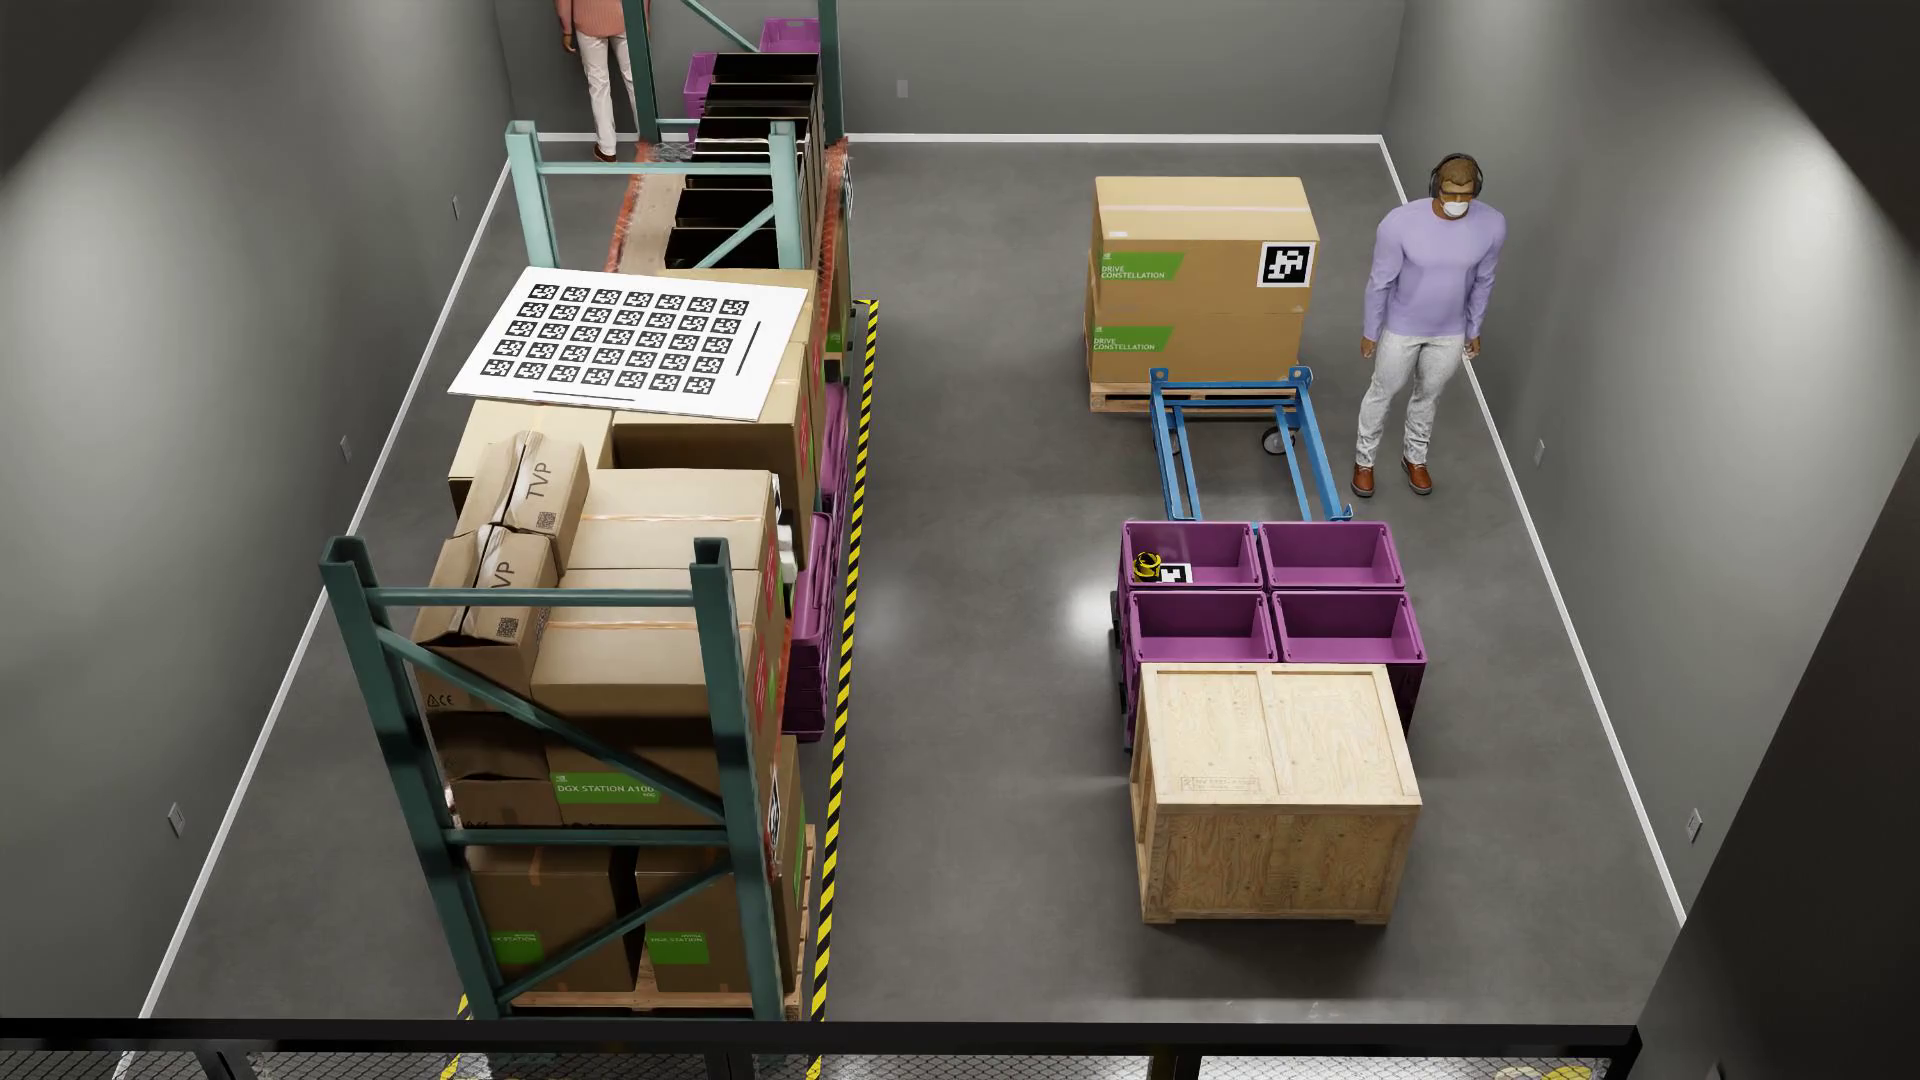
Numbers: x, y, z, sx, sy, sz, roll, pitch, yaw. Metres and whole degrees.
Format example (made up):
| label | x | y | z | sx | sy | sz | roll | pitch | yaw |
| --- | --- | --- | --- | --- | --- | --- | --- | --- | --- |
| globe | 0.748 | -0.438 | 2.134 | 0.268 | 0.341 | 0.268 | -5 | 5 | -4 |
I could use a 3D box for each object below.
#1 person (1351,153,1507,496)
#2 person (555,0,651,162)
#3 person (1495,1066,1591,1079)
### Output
| label | x | y | z | sx | sy | sz | roll | pitch | yaw |
| --- | --- | --- | --- | --- | --- | --- | --- | --- | --- |
| person | 2.316 | -1.059 | 8.320 | 0.635 | 1.939 | 0.361 | -2 | 41 | -2 |
| person | -2.351 | -3.440 | 10.994 | 0.623 | 1.992 | 0.396 | -16 | 44 | -18 |
| person | 1.604 | 2.073 | 4.829 | 0.404 | 1.832 | 0.596 | 5 | 41 | 6 |
